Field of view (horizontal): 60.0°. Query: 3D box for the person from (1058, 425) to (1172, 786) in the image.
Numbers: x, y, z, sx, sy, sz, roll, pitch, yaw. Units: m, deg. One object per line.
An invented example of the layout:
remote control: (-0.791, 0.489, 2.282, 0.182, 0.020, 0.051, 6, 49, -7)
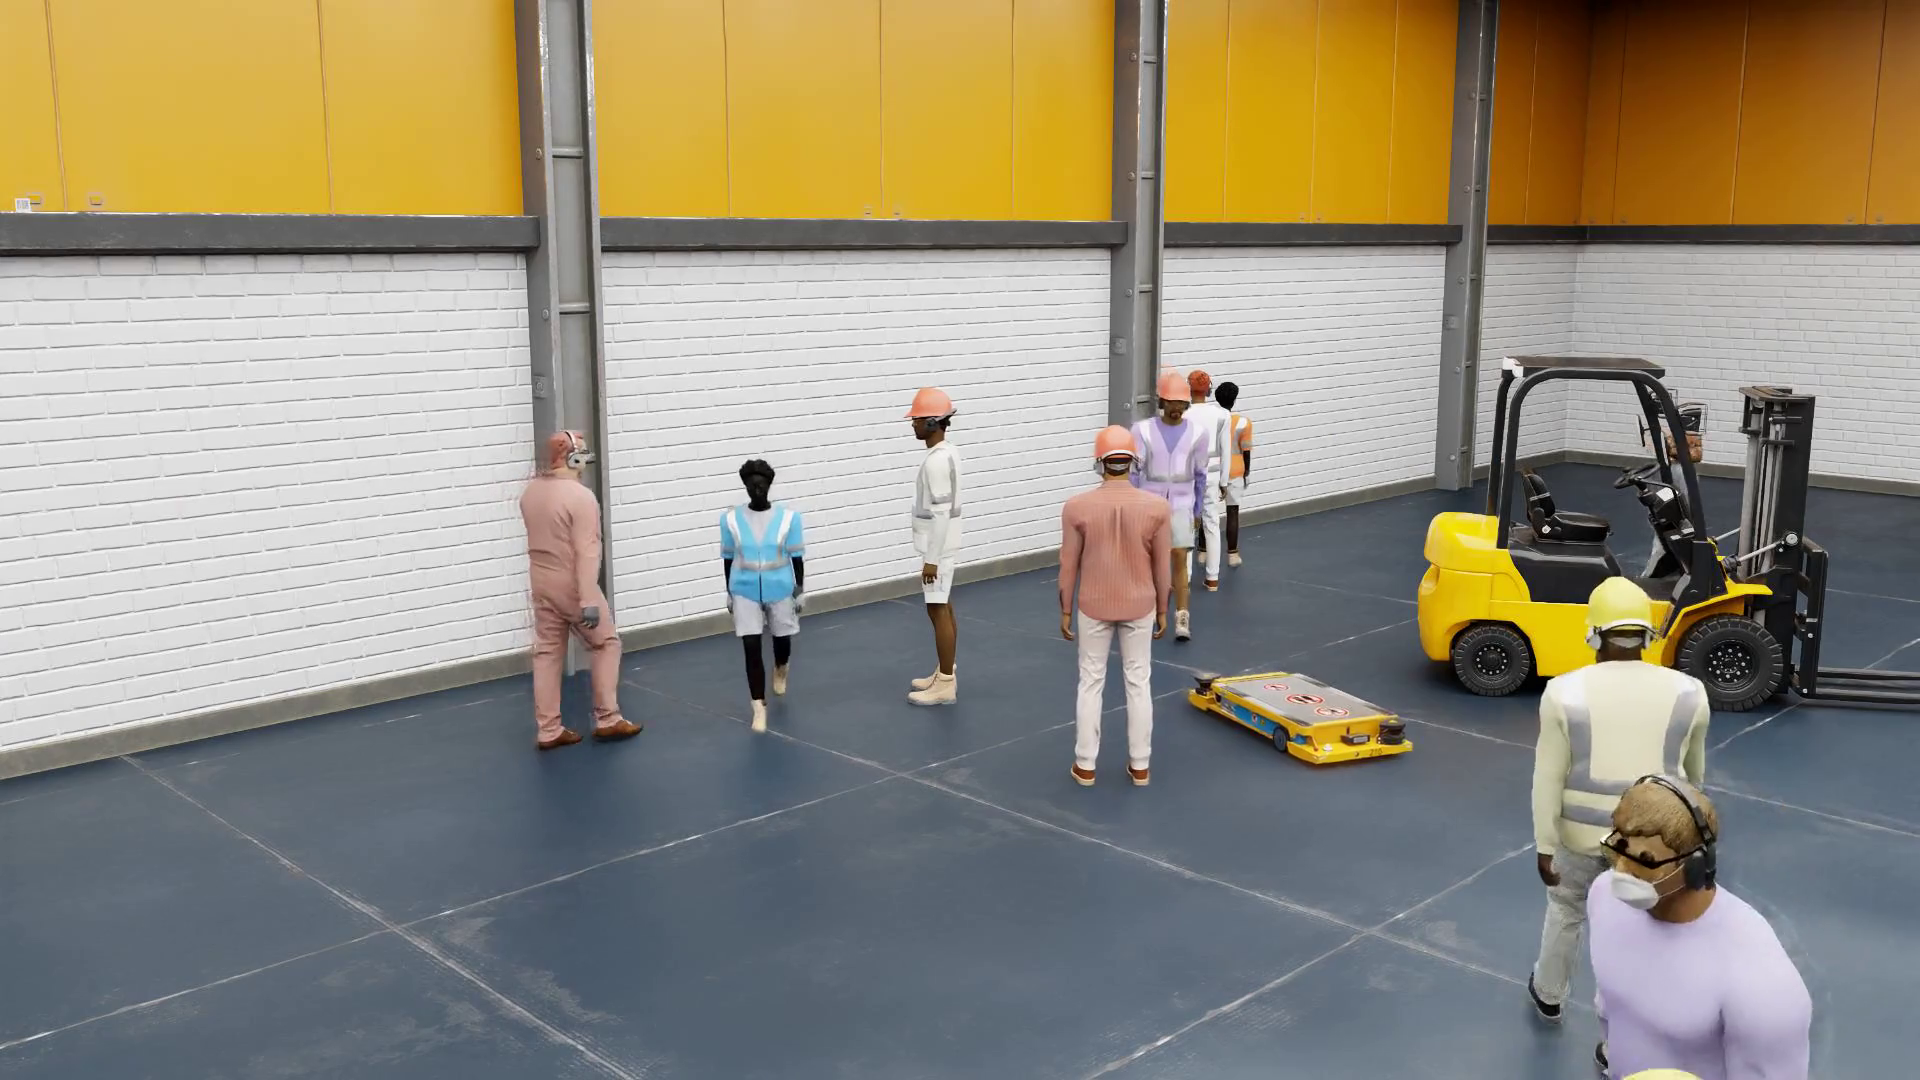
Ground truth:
person: (0.845, 0.364, 9.114, 0.620, 1.987, 0.400, 0, 10, 0)

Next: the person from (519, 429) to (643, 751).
person: (-2.219, 0.281, 9.822, 0.681, 1.880, 0.757, 9, 13, 39)

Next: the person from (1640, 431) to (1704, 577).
person: (5.334, -0.051, 12.443, 0.833, 1.593, 0.510, -1, 10, -5)

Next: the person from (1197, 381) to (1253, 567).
person: (2.396, -0.596, 15.168, 0.535, 1.690, 0.320, 3, 11, 17)

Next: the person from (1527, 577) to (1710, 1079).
person: (2.376, 1.012, 6.084, 0.604, 1.793, 0.834, 2, 11, 12)

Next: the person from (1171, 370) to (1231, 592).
person: (1.999, -0.489, 14.043, 0.572, 1.883, 0.356, -2, 11, -10)

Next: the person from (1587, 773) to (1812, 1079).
person: (1.739, 1.400, 3.782, 0.983, 1.885, 0.660, -3, 11, -17)

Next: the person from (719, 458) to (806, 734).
person: (-1.216, 0.302, 10.313, 0.530, 1.673, 0.717, -1, 10, -4)

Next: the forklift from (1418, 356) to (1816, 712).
forklift: (4.276, -0.101, 11.076, 2.313, 2.155, 1.214, 2, 11, 13)

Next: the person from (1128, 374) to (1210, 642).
person: (1.565, -0.267, 12.575, 0.627, 1.989, 1.070, 1, 10, 3)

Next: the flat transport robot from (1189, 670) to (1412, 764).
flat transport robot: (2.036, 1.040, 10.101, 0.652, 0.197, 1.431, -4, 11, -22)

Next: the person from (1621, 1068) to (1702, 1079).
person: (0.992, 1.673, 2.770, 0.894, 1.703, 0.500, -3, 11, -14)

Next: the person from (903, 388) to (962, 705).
person: (-0.178, 0.042, 10.709, 0.376, 2.041, 0.615, 1, 10, 4)
